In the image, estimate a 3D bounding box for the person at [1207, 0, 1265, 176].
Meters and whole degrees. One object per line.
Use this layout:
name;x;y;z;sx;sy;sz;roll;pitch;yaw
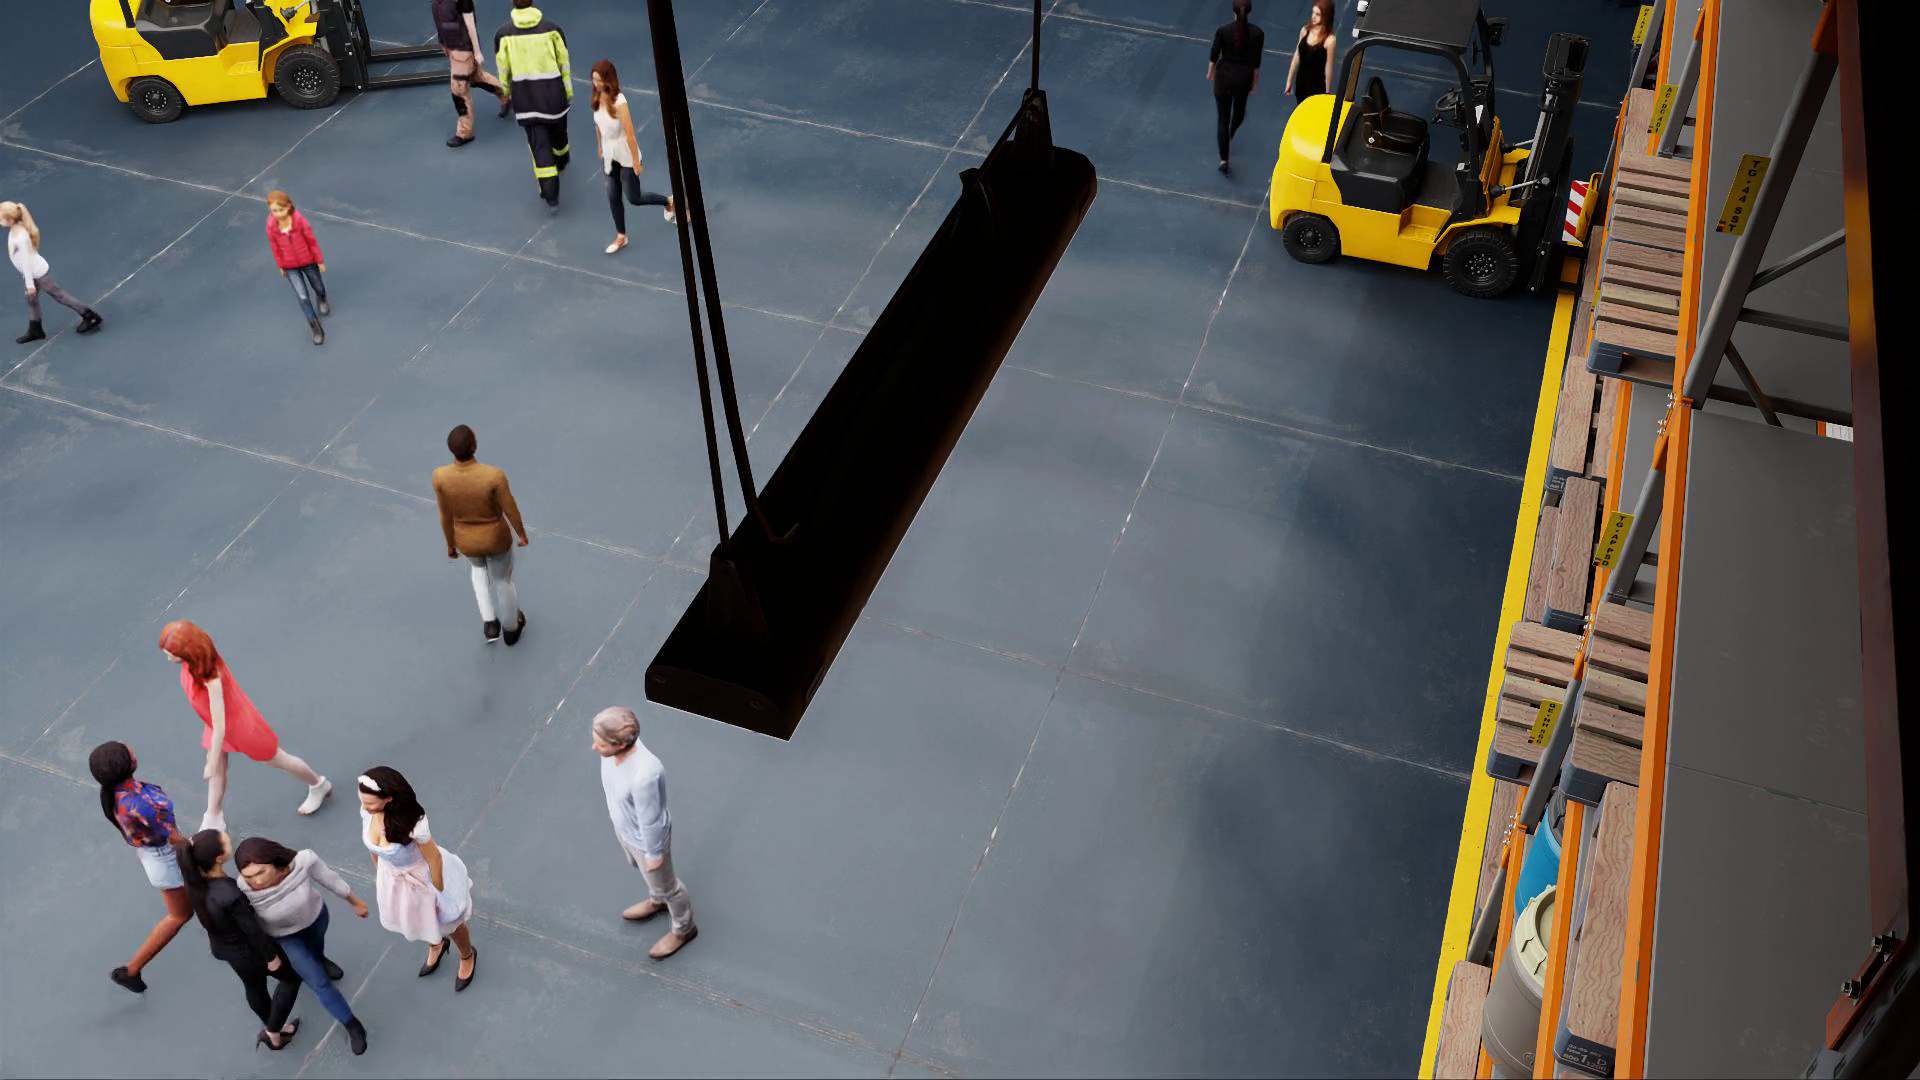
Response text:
person;2.476;-4.088;15.105;0.803;1.620;1.109;2;44;2

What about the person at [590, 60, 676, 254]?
person;-2.810;-3.308;14.184;0.864;1.761;1.077;34;53;30

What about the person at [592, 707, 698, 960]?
person;-1.709;1.549;8.994;0.751;1.887;0.737;-27;50;-25

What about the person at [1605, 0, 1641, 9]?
person;7.183;-6.490;17.577;0.735;1.687;0.662;-15;46;-15

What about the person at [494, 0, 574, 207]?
person;-3.717;-3.889;14.668;1.262;1.935;1.410;-11;45;-12

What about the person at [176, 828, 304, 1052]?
person;-3.714;2.138;8.509;0.659;1.704;0.654;17;46;17

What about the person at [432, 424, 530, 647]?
person;-3.060;0.050;10.625;0.777;1.808;0.799;-2;44;-2

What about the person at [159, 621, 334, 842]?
person;-4.075;1.054;9.594;1.165;1.777;0.913;-32;52;-29

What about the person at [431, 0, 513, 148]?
person;-4.575;-4.637;15.545;1.255;1.808;1.015;-33;53;-30

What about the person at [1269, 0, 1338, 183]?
person;3.247;-4.103;15.065;1.171;1.696;1.020;-24;49;-23

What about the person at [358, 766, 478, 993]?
person;-2.869;1.795;8.789;0.711;1.815;0.732;18;46;18

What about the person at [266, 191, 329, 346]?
person;-5.318;-2.262;13.424;0.829;1.295;0.938;-13;45;-13

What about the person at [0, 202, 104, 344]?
person;-7.335;-2.155;13.346;0.946;1.248;0.837;-22;48;-21

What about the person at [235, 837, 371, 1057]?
person;-3.527;1.985;8.762;1.113;1.576;1.095;-34;53;-30
